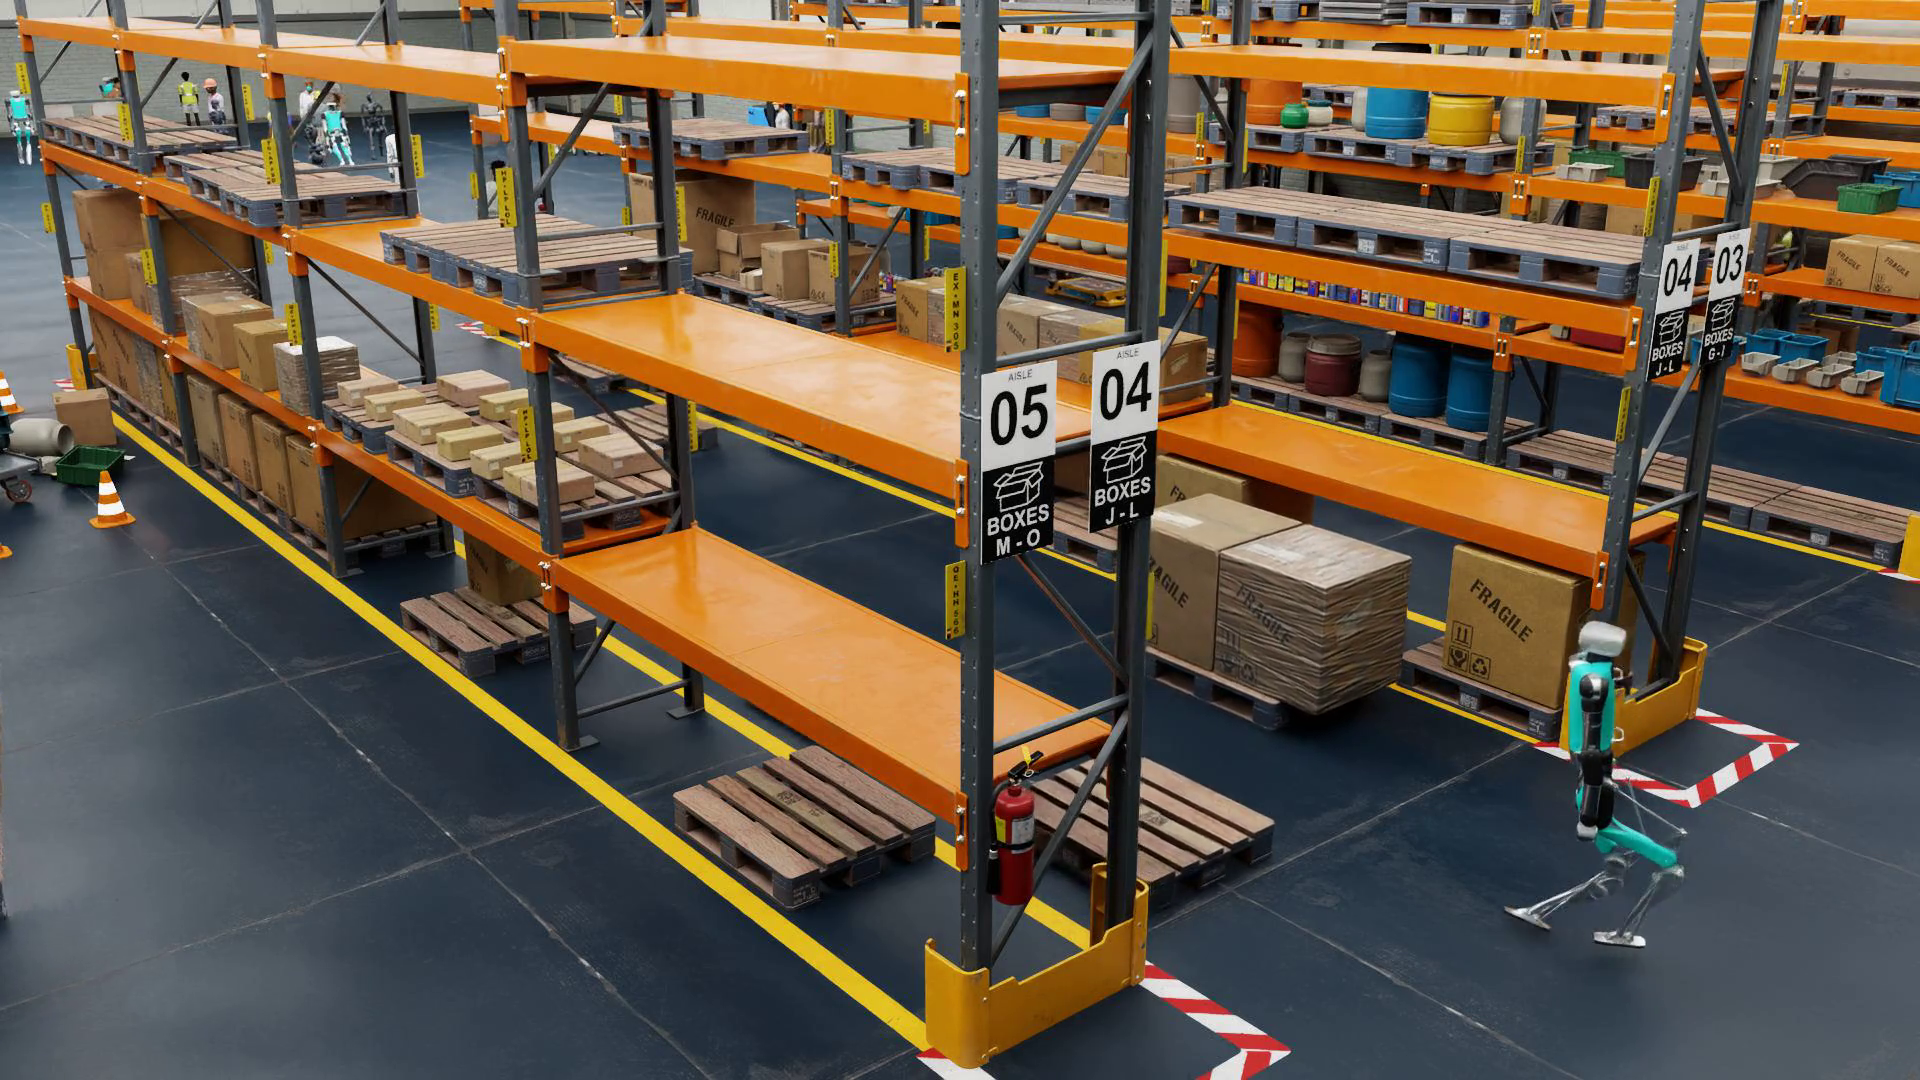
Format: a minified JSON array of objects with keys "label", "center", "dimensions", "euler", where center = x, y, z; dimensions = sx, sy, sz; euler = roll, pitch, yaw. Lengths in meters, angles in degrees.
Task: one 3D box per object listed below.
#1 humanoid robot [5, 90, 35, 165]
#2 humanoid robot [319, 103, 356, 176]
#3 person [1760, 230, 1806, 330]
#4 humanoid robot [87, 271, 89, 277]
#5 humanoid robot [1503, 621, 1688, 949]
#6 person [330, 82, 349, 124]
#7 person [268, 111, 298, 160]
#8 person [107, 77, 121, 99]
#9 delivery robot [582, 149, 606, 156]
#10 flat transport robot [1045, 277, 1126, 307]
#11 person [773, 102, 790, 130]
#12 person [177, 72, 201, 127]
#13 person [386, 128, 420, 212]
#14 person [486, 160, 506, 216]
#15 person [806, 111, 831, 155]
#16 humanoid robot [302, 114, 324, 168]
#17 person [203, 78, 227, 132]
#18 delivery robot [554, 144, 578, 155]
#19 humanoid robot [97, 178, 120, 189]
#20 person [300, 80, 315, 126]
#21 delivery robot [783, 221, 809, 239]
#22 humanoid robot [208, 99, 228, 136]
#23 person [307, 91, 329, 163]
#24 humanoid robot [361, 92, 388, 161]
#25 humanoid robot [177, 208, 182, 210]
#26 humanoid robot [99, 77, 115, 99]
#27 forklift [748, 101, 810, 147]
[{"label":"humanoid robot","center":[-22.449,-9.796,39.761],"dimensions":[0.544,1.885,0.797],"euler":[-14,24,-35]},{"label":"humanoid robot","center":[-13.445,-8.551,36.110],"dimensions":[0.538,1.796,0.809],"euler":[-16,25,-38]},{"label":"person","center":[10.777,-3.461,21.652],"dimensions":[0.404,1.682,0.549],"euler":[18,26,41]},{"label":"humanoid robot","center":[-10.853,-3.299,21.278],"dimensions":[0.740,1.643,0.586],"euler":[11,22,28]},{"label":"humanoid robot","center":[3.214,1.267,8.121],"dimensions":[0.921,1.768,0.546],"euler":[6,20,17]},{"label":"person","center":[-18.491,-13.324,49.447],"dimensions":[0.498,1.860,0.541],"euler":[-17,26,-40]},{"label":"person","center":[-14.773,-8.694,36.277],"dimensions":[0.530,1.865,0.804],"euler":[0,19,-1]},{"label":"person","center":[-21.853,-11.110,43.234],"dimensions":[0.902,1.811,0.795],"euler":[8,21,21]},{"label":"delivery robot","center":[-9.135,-9.935,41.805],"dimensions":[0.507,0.612,0.784],"euler":[6,20,18]},{"label":"flat transport robot","center":[1.946,-3.612,24.216],"dimensions":[0.659,0.231,1.431],"euler":[-14,24,-34]},{"label":"person","center":[-3.878,-8.733,36.355],"dimensions":[0.387,1.890,0.561],"euler":[-7,21,-20]},{"label":"person","center":[-21.661,-12.291,46.754],"dimensions":[0.536,1.698,0.321],"euler":[-12,23,-30]},{"label":"person","center":[-10.535,-7.030,31.532],"dimensions":[0.569,1.877,0.342],"euler":[-3,20,-9]},{"label":"person","center":[-6.800,-4.718,24.876],"dimensions":[0.630,1.906,1.000],"euler":[7,20,19]},{"label":"person","center":[-3.094,-8.626,36.245],"dimensions":[0.573,1.747,0.448],"euler":[-3,20,-8]},{"label":"humanoid robot","center":[-13.603,-8.215,35.262],"dimensions":[0.749,1.626,0.604],"euler":[-2,19,-6]},{"label":"person","center":[-17.637,-9.910,39.493],"dimensions":[0.598,2.035,0.398],"euler":[18,26,41]},{"label":"delivery robot","center":[-9.972,-9.943,41.788],"dimensions":[0.499,0.585,0.765],"euler":[-12,23,-31]},{"label":"humanoid robot","center":[-12.038,-4.410,24.257],"dimensions":[0.772,1.759,0.539],"euler":[1,19,2]},{"label":"person","center":[-16.191,-10.557,41.579],"dimensions":[0.489,1.871,0.997],"euler":[-3,20,-8]},{"label":"delivery robot","center":[-2.884,-5.044,27.886],"dimensions":[0.812,0.611,0.499],"euler":[-16,25,-38]},{"label":"humanoid robot","center":[-17.151,-9.372,38.560],"dimensions":[0.734,1.643,0.615],"euler":[5,20,15]},{"label":"person","center":[-15.396,-9.931,40.029],"dimensions":[0.533,1.696,0.880],"euler":[-8,21,-22]},{"label":"humanoid robot","center":[-14.349,-10.149,40.793],"dimensions":[0.597,1.636,0.790],"euler":[-3,20,-9]},{"label":"humanoid robot","center":[-10.963,-4.153,23.688],"dimensions":[0.603,1.641,0.616],"euler":[13,23,34]},{"label":"humanoid robot","center":[-22.467,-11.493,44.462],"dimensions":[0.531,1.726,1.037],"euler":[5,20,15]},{"label":"forklift","center":[-4.526,-11.368,42.374],"dimensions":[1.129,2.768,1.873],"euler":[-15,24,-37]}]
